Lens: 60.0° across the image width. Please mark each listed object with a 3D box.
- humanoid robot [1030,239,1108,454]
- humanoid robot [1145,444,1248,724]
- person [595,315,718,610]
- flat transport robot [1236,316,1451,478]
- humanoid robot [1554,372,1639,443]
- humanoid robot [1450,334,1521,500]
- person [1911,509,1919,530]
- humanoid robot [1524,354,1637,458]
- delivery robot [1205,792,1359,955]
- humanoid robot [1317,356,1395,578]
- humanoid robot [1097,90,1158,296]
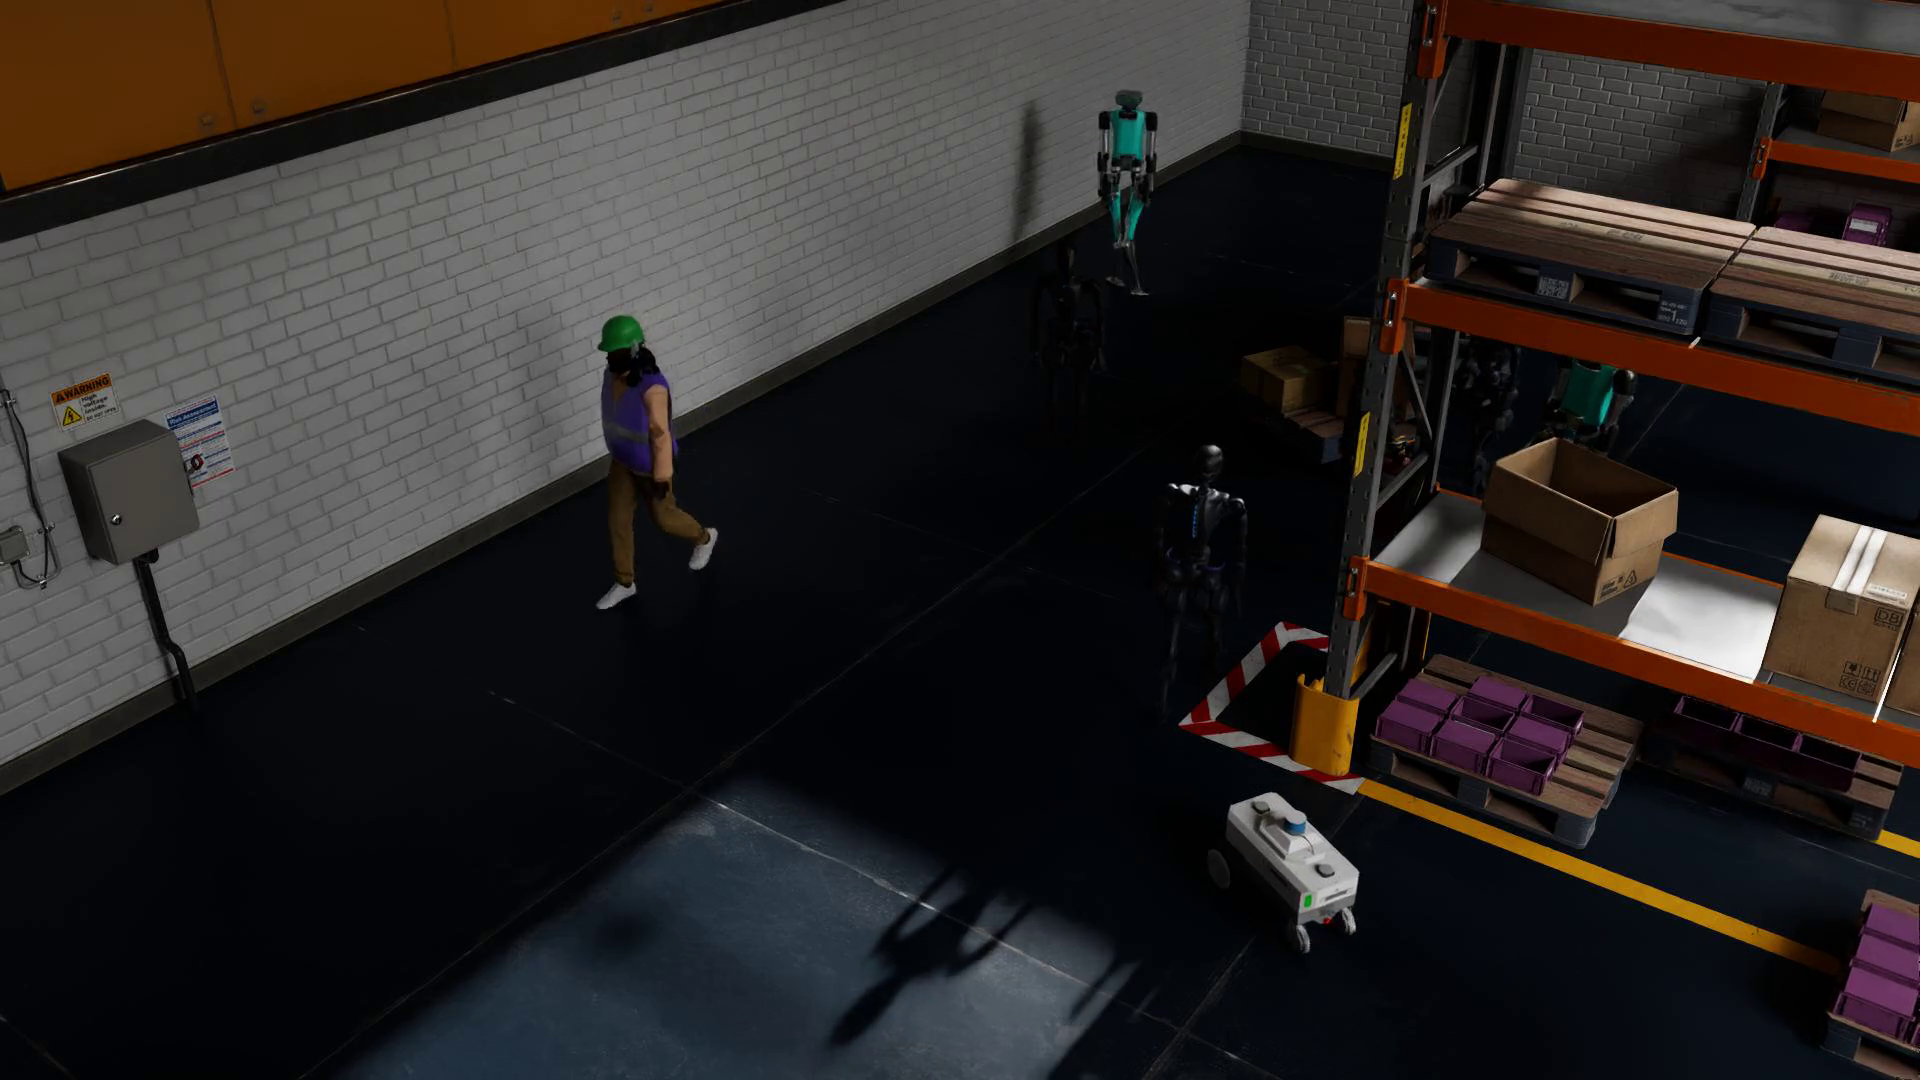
[{"bbox_3d":[0.793,-1.391,12.049,0.588,1.657,0.325,7,31,12],"label":"humanoid robot"},{"bbox_3d":[1.312,0.211,9.324,0.583,1.626,0.783,12,32,20],"label":"humanoid robot"},{"bbox_3d":[-1.935,-0.522,10.317,0.547,1.901,0.866,21,36,32],"label":"person"},{"bbox_3d":[2.801,-0.825,12.471,0.659,0.231,1.431,-15,33,-24],"label":"flat transport robot"},{"bbox_3d":[4.266,-1.042,11.486,0.783,1.873,0.560,-13,32,-21],"label":"humanoid robot"},{"bbox_3d":[3.553,-0.958,11.299,0.504,1.642,0.586,-11,32,-18],"label":"humanoid robot"},{"bbox_3d":[6.676,-0.832,10.877,0.390,1.874,0.558,-3,30,-5],"label":"person"},{"bbox_3d":[3.691,-0.452,10.376,0.843,1.801,0.546,-18,34,-28],"label":"humanoid robot"},{"bbox_3d":[1.592,1.564,8.029,0.499,0.583,0.765,-14,33,-23],"label":"delivery robot"},{"bbox_3d":[2.557,-0.412,10.364,0.420,1.642,0.601,-9,31,-16],"label":"humanoid robot"},{"bbox_3d":[1.467,-3.039,14.847,0.596,1.773,0.873,6,30,10],"label":"humanoid robot"}]
